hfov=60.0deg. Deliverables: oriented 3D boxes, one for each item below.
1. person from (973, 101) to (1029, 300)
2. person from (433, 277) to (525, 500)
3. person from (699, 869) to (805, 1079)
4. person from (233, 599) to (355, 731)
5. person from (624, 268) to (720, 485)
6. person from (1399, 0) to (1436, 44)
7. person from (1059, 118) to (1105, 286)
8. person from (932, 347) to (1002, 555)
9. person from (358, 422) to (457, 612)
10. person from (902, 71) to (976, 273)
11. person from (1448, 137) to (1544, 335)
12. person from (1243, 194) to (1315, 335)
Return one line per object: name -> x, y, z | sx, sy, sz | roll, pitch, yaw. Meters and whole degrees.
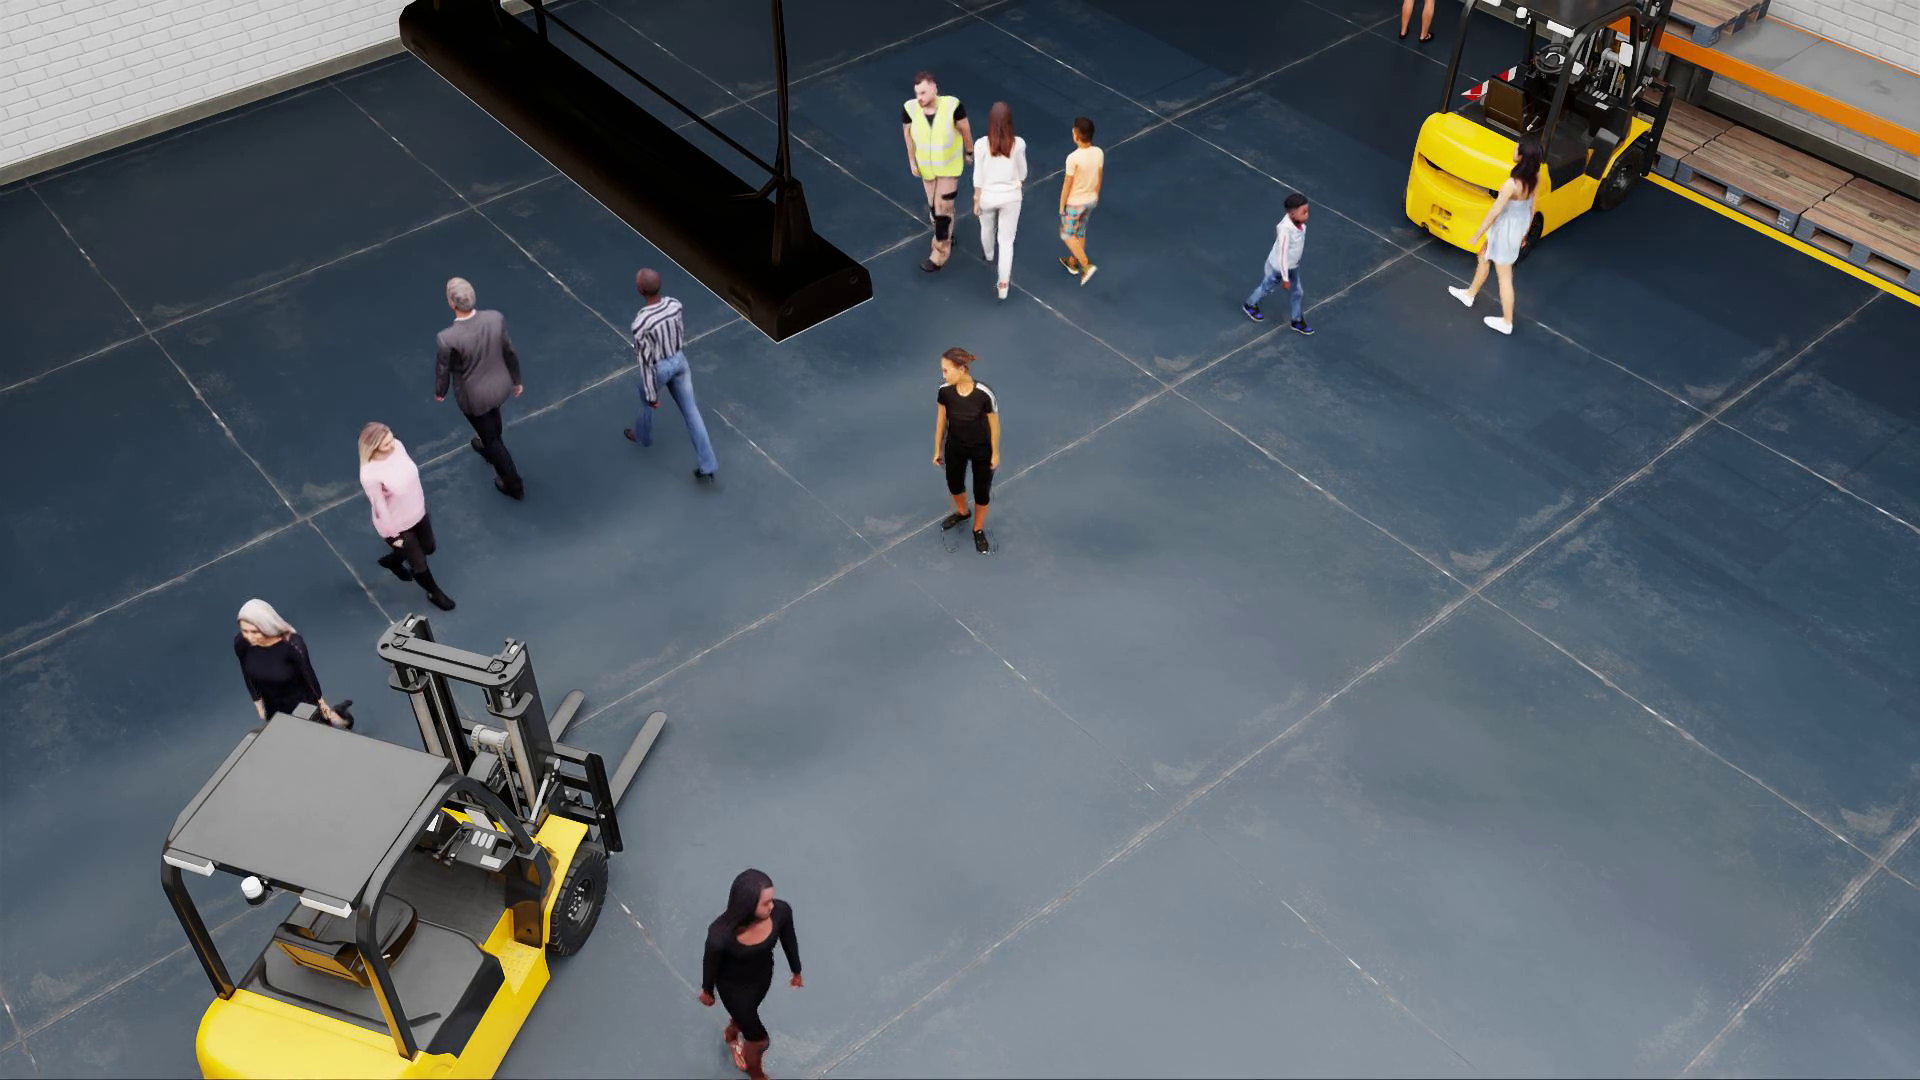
person -> 0.341, -2.784, 13.786 | 1.023, 1.642, 1.162 | -2, 44, -2
person -> -3.342, -1.028, 11.820 | 1.033, 1.811, 0.828 | 29, 51, 27
person -> -1.141, 2.228, 8.495 | 0.640, 1.684, 0.760 | -22, 48, -21
person -> -3.914, 0.926, 9.832 | 1.036, 1.724, 1.062 | 6, 44, 6
person -> -2.048, -1.130, 11.986 | 1.239, 1.731, 0.811 | 29, 51, 27
person -> 4.806, -5.943, 17.081 | 0.592, 1.672, 0.703 | 23, 48, 22
person -> 1.049, -2.811, 13.957 | 0.628, 1.446, 0.813 | -28, 50, -26
person -> 0.090, -0.633, 11.524 | 0.694, 1.647, 0.792 | 3, 44, 3
person -> -3.768, -0.156, 11.014 | 0.939, 1.662, 0.821 | 14, 45, 14
person -> -0.146, -3.206, 14.127 | 1.140, 1.783, 1.133 | 6, 44, 6
person -> 4.461, -2.390, 13.329 | 0.920, 1.703, 0.622 | 34, 53, 31
person -> 2.585, -2.273, 13.544 | 0.877, 1.236, 0.531 | 33, 53, 30
